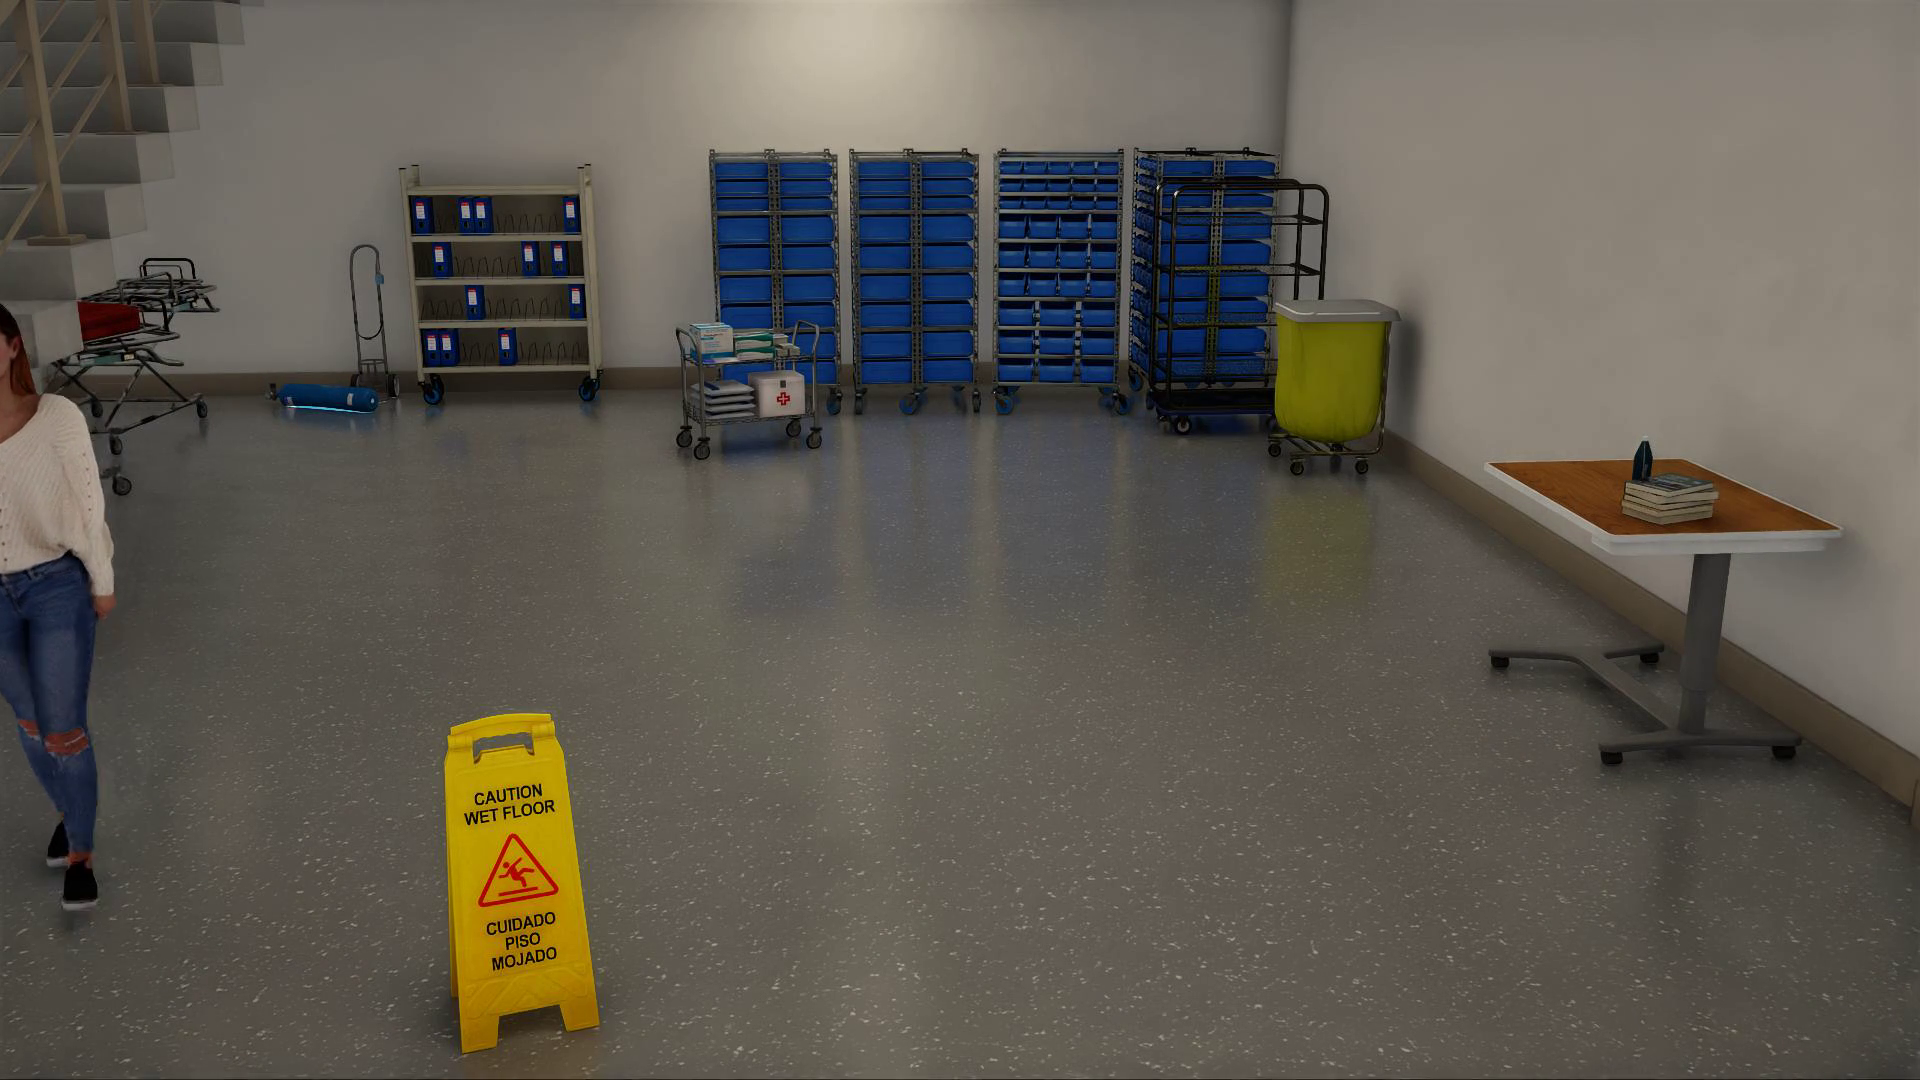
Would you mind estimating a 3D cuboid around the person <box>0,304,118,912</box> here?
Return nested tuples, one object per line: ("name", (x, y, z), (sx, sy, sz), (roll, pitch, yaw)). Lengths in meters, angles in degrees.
("person", (-2.636, 0.158, 4.719), (0.716, 1.667, 0.914), (-4, 16, -13))
